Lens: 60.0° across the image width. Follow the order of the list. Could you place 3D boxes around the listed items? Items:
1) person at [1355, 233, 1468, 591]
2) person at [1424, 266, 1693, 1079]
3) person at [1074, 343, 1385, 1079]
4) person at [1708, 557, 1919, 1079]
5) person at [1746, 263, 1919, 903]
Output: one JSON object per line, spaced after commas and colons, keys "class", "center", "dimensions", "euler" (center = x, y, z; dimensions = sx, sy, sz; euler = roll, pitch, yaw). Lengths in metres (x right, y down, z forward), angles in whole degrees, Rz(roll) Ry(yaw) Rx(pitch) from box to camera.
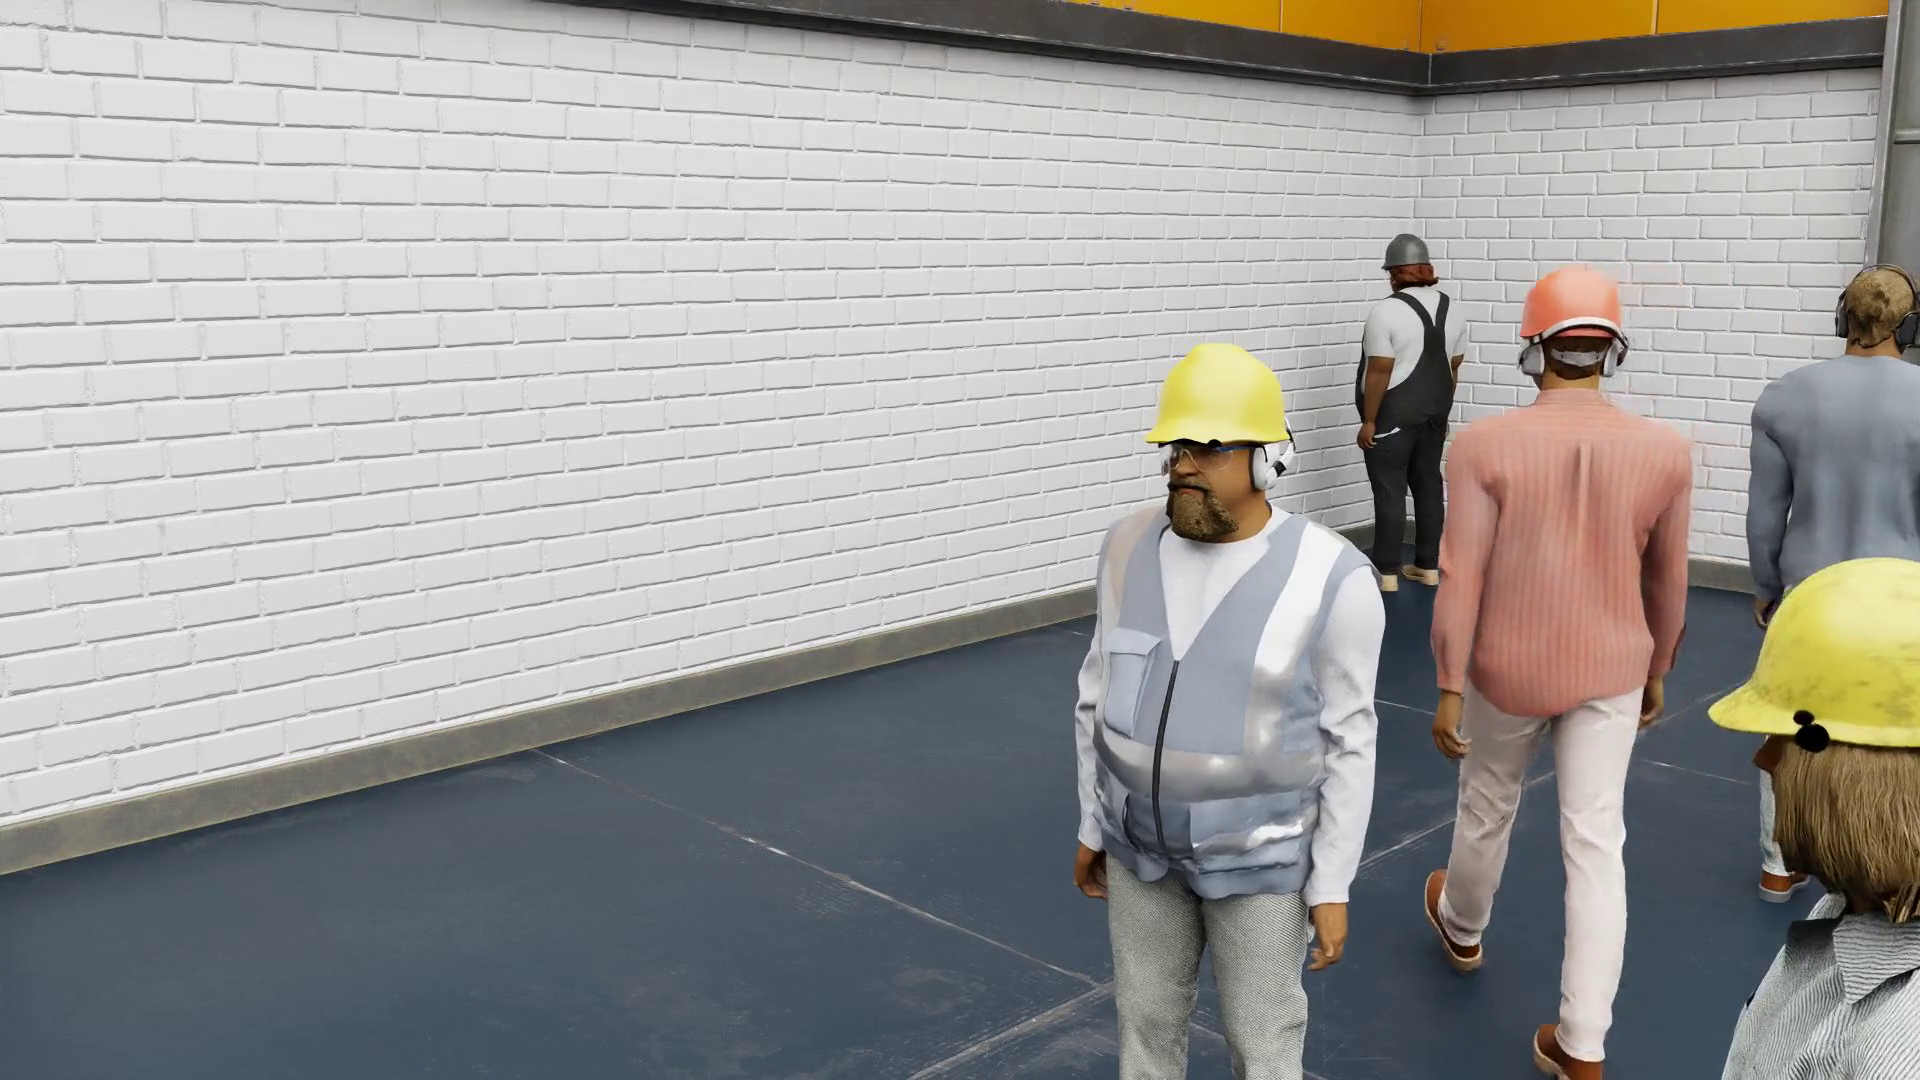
{"class": "person", "center": [2.523, -0.736, 9.558], "dimensions": [0.688, 2.000, 0.536], "euler": [-6, 12, -29]}
{"class": "person", "center": [1.474, 0.301, 4.165], "dimensions": [0.657, 1.935, 1.027], "euler": [0, 10, 3]}
{"class": "person", "center": [0.456, 0.556, 3.075], "dimensions": [0.588, 1.835, 0.403], "euler": [7, 13, 34]}
{"class": "person", "center": [0.829, 0.872, 1.605], "dimensions": [0.300, 1.742, 0.486], "euler": [4, 11, 23]}
{"class": "person", "center": [2.644, 0.164, 4.925], "dimensions": [0.370, 1.940, 0.627], "euler": [-10, 14, -42]}
